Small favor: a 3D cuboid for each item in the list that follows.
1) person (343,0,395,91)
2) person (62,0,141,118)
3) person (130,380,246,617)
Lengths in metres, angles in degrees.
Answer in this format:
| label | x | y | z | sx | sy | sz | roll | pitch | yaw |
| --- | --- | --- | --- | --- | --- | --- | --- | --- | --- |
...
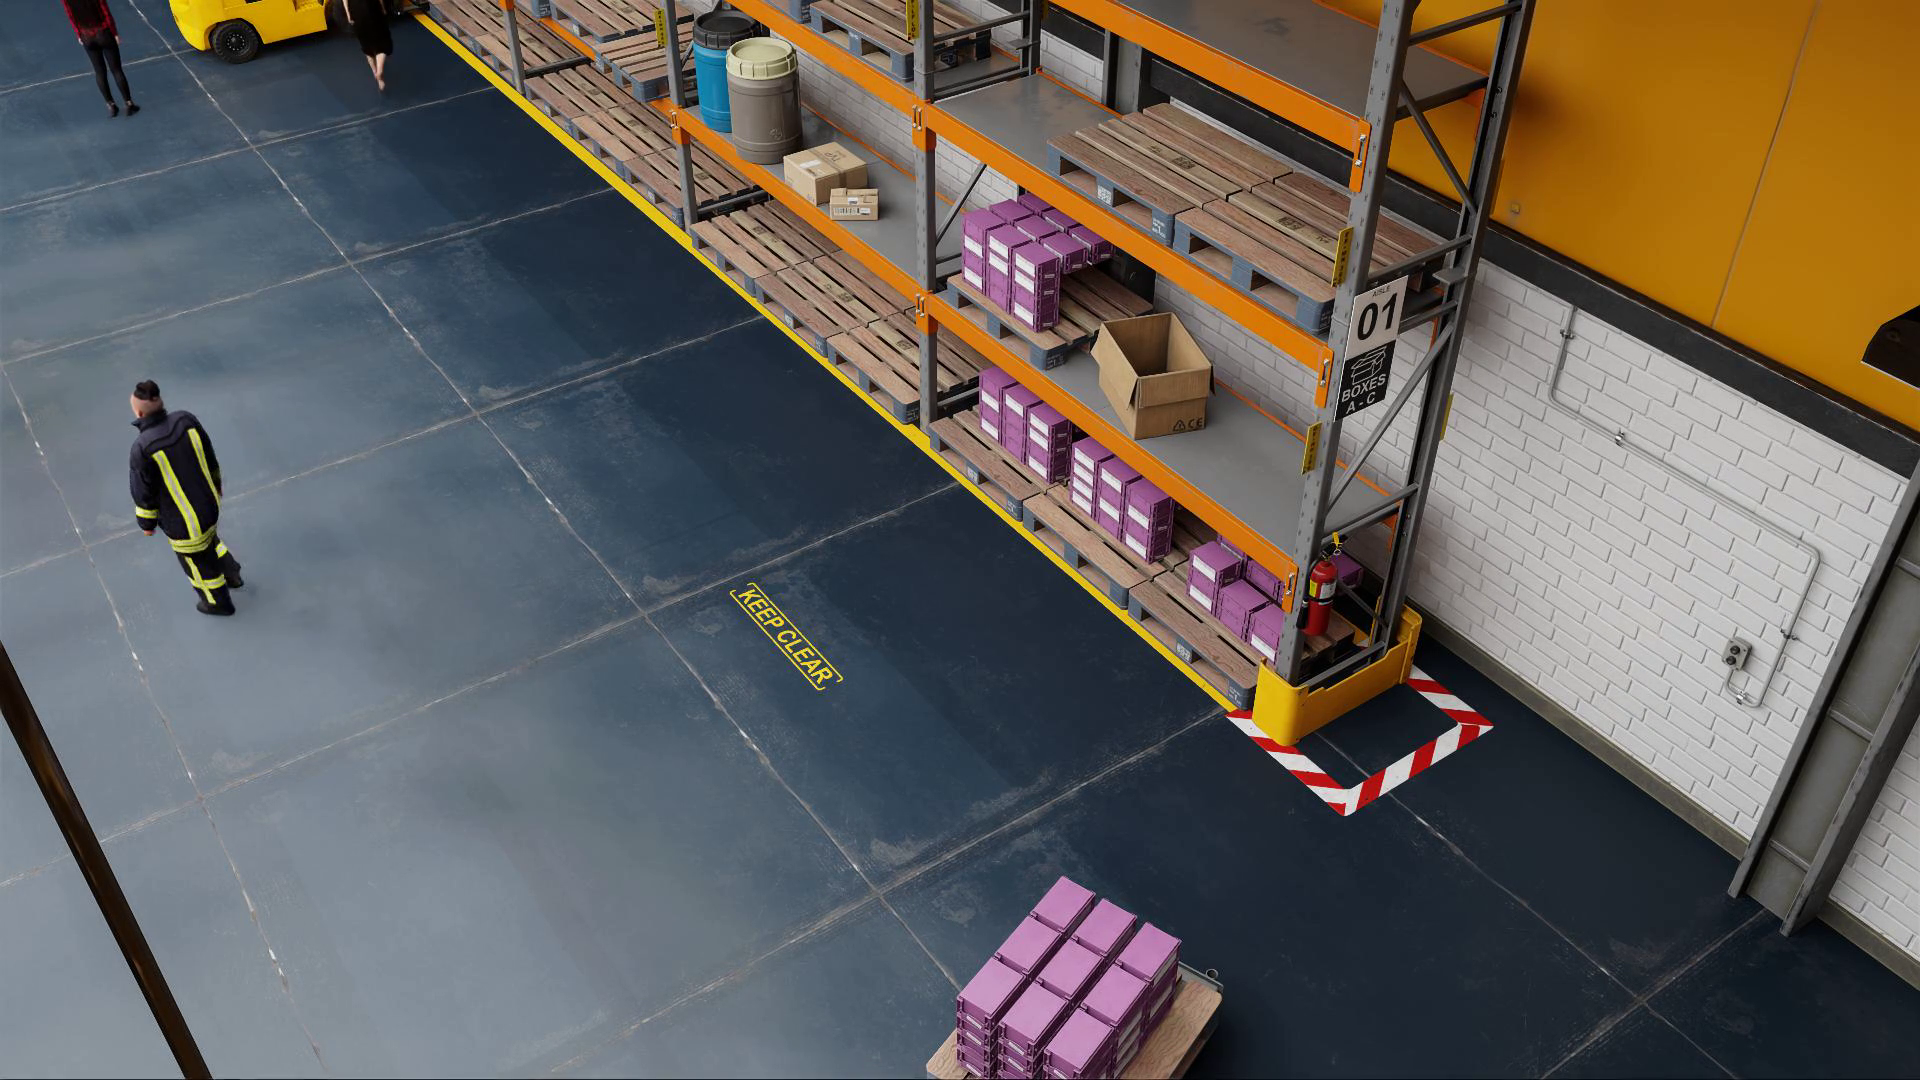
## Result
| label | x | y | z | sx | sy | sz | roll | pitch | yaw |
| --- | --- | --- | --- | --- | --- | --- | --- | --- | --- |
| person | -6.432 | -5.682 | 18.001 | 0.823 | 1.607 | 1.021 | -7 | 39 | -8 |
| person | -9.039 | -5.260 | 17.431 | 0.659 | 1.658 | 0.657 | -5 | 39 | -6 |
| person | -5.078 | -0.246 | 10.996 | 0.943 | 1.854 | 0.903 | 11 | 40 | 13 |
